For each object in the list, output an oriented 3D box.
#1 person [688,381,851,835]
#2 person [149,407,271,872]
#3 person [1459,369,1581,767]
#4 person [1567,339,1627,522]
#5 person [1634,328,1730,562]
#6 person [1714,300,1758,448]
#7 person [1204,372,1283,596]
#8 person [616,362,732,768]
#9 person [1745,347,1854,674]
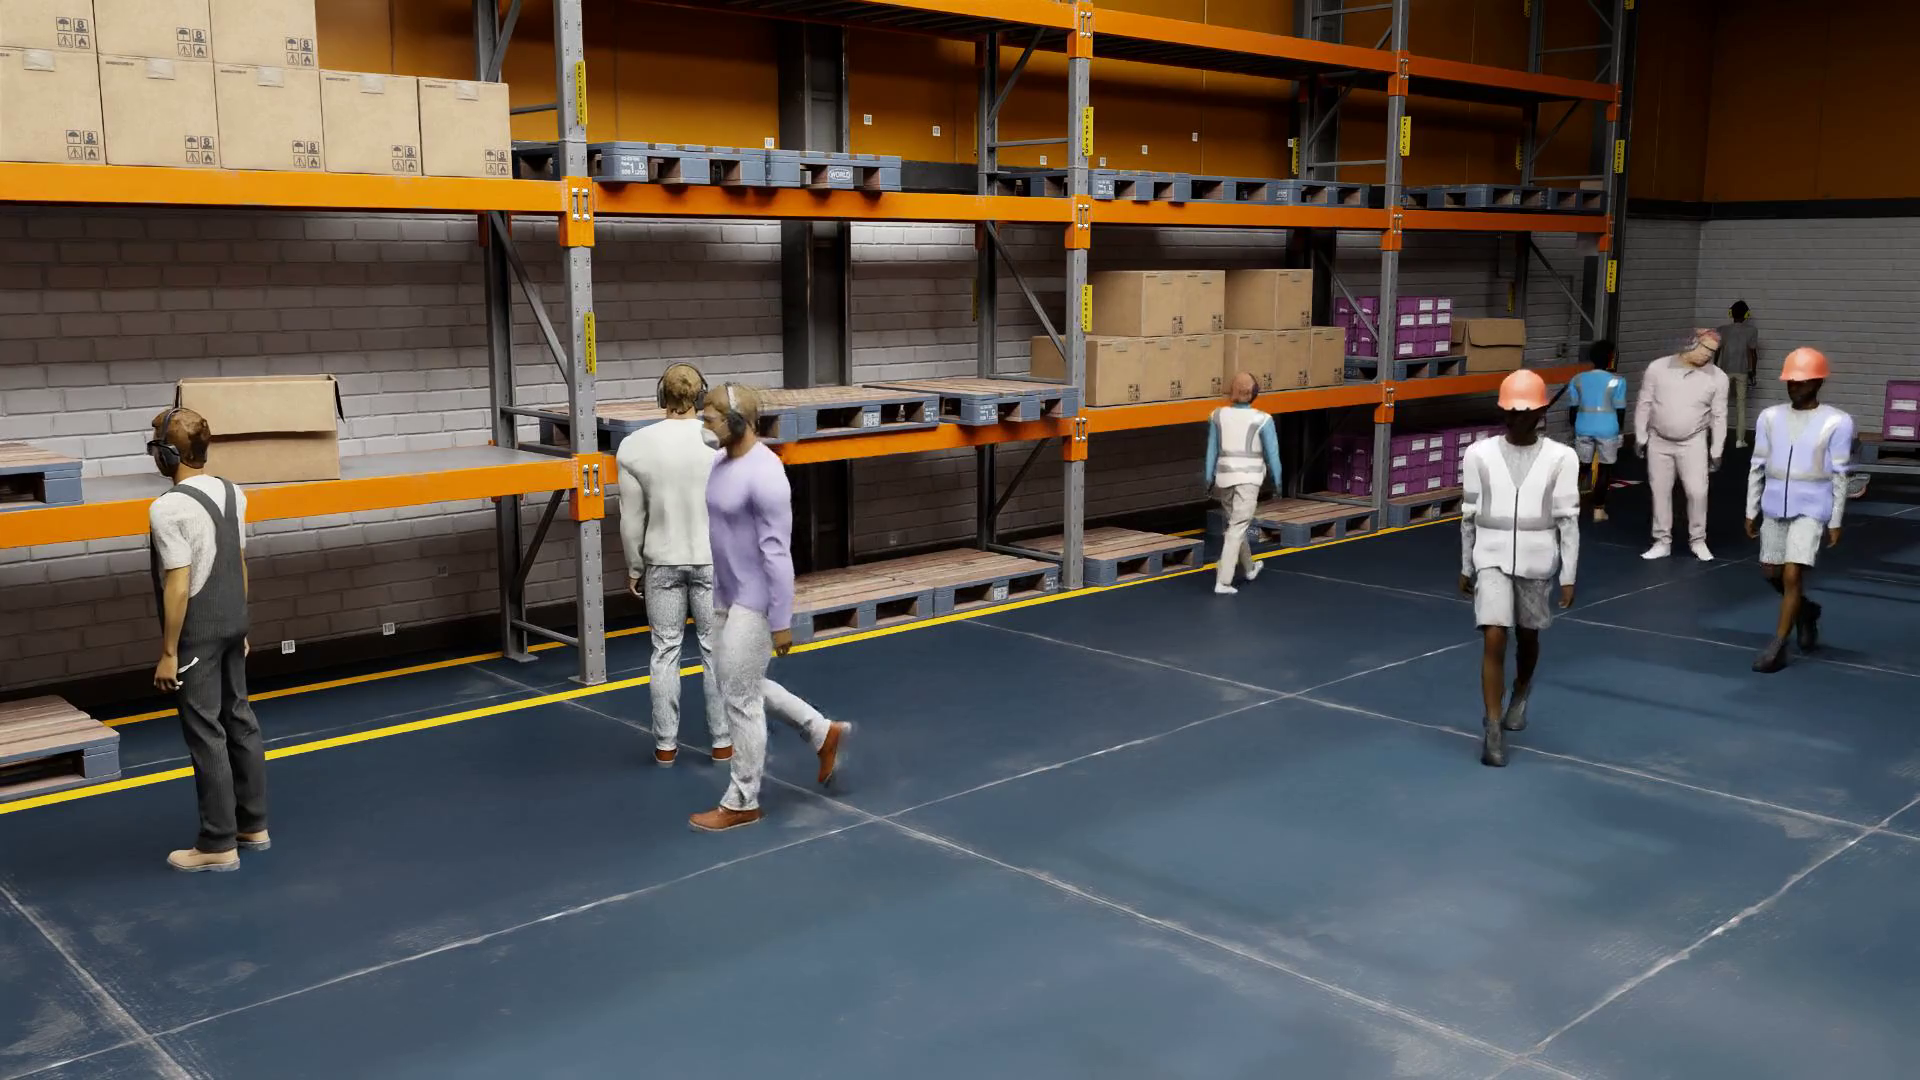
[{"bbox_3d":[-0.825,0.271,7.128,0.731,1.917,0.657,-5,11,-27],"label":"person"},{"bbox_3d":[-3.000,0.395,6.598,0.327,1.844,0.514,2,10,10],"label":"person"},{"bbox_3d":[2.760,0.093,8.232,0.557,1.899,0.971,3,10,19],"label":"person"},{"bbox_3d":[5.767,-0.980,15.134,0.540,1.682,0.540,-9,13,-42],"label":"person"},{"bbox_3d":[5.747,-0.755,13.286,0.694,1.876,0.436,6,11,31],"label":"person"},{"bbox_3d":[9.856,-2.106,21.173,0.538,1.869,0.313,5,11,29],"label":"person"},{"bbox_3d":[2.073,-0.414,12.063,0.544,1.586,0.866,8,12,38],"label":"person"},{"bbox_3d":[-1.293,0.127,7.899,0.631,1.940,0.372,-1,10,-4],"label":"person"},{"bbox_3d":[4.987,-0.196,9.880,0.848,1.911,0.555,-8,13,-39],"label":"person"}]
